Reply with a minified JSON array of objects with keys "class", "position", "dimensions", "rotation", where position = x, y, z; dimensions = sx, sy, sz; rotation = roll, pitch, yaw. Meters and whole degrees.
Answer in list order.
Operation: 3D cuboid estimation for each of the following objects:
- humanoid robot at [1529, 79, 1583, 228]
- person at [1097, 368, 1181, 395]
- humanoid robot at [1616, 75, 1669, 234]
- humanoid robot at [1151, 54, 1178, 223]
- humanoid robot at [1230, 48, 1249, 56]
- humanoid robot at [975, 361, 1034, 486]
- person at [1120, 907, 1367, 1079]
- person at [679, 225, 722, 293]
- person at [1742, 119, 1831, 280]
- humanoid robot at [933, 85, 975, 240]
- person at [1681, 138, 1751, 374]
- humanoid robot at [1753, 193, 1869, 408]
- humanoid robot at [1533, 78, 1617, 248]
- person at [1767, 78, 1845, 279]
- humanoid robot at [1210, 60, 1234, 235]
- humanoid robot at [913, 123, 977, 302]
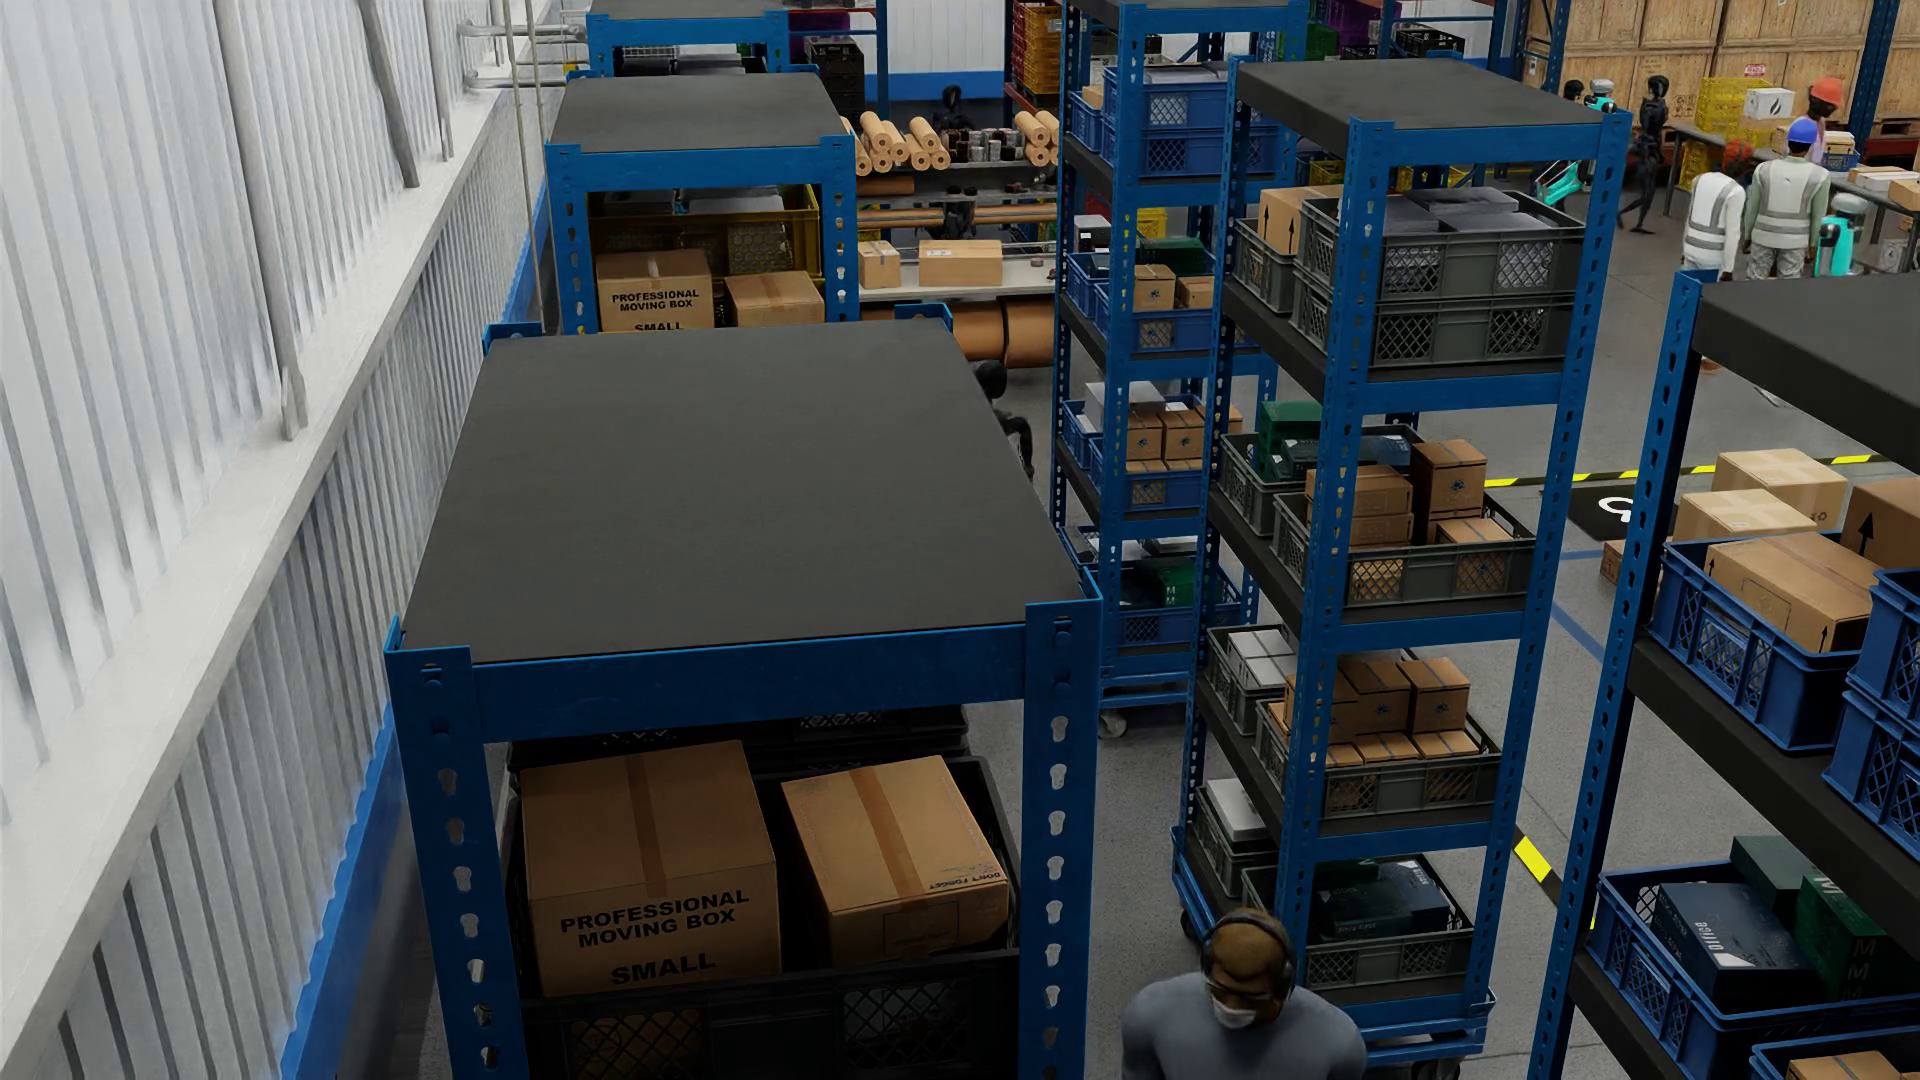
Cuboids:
[{"class":"humanoid robot","position":[6.123,-3.866,17.013],"dimensions":[0.588,1.655,0.358],"rotation":[-13,28,-25]},{"class":"person","position":[1.146,-0.991,10.635],"dimensions":[0.646,1.775,0.986],"rotation":[10,27,21]},{"class":"humanoid robot","position":[7.156,-4.023,17.365],"dimensions":[0.441,1.647,0.617],"rotation":[17,30,33]},{"class":"humanoid robot","position":[1.979,-4.247,17.774],"dimensions":[0.762,1.772,0.537],"rotation":[-16,29,-31]},{"class":"humanoid robot","position":[2.899,-4.397,18.151],"dimensions":[0.641,1.837,0.538],"rotation":[-13,28,-26]},{"class":"humanoid robot","position":[0.123,-0.194,9.075],"dimensions":[0.615,1.627,0.744],"rotation":[9,26,19]},{"class":"person","position":[0.715,1.769,4.458],"dimensions":[0.633,1.936,0.351],"rotation":[4,25,10]},{"class":"person","position":[-1.868,-1.480,11.486],"dimensions":[0.606,1.965,0.368],"rotation":[15,29,30]},{"class":"person","position":[6.737,-2.468,13.656],"dimensions":[0.603,1.948,0.388],"rotation":[16,29,30]},{"class":"humanoid robot","position":[-0.092,-3.722,16.698],"dimensions":[0.599,1.651,0.394],"rotation":[18,30,34]},{"class":"person","position":[5.983,-2.269,13.315],"dimensions":[0.343,1.878,0.592],"rotation":[-7,26,-15]},{"class":"humanoid robot","position":[6.424,-1.617,12.063],"dimensions":[1.046,1.739,0.558],"rotation":[19,31,35]},{"class":"humanoid robot","position":[5.987,-3.686,16.448],"dimensions":[0.749,1.695,0.530],"rotation":[-2,25,-4]},{"class":"person","position":[7.599,-3.183,15.126],"dimensions":[0.522,2.014,0.644],"rotation":[21,32,38]},{"class":"humanoid robot","position":[2.777,-4.030,17.392],"dimensions":[0.534,1.860,0.711],"rotation":[-16,29,-31]},{"class":"humanoid robot","position":[-0.114,-2.998,15.185],"dimensions":[0.609,1.621,0.743],"rotation":[7,26,15]}]
